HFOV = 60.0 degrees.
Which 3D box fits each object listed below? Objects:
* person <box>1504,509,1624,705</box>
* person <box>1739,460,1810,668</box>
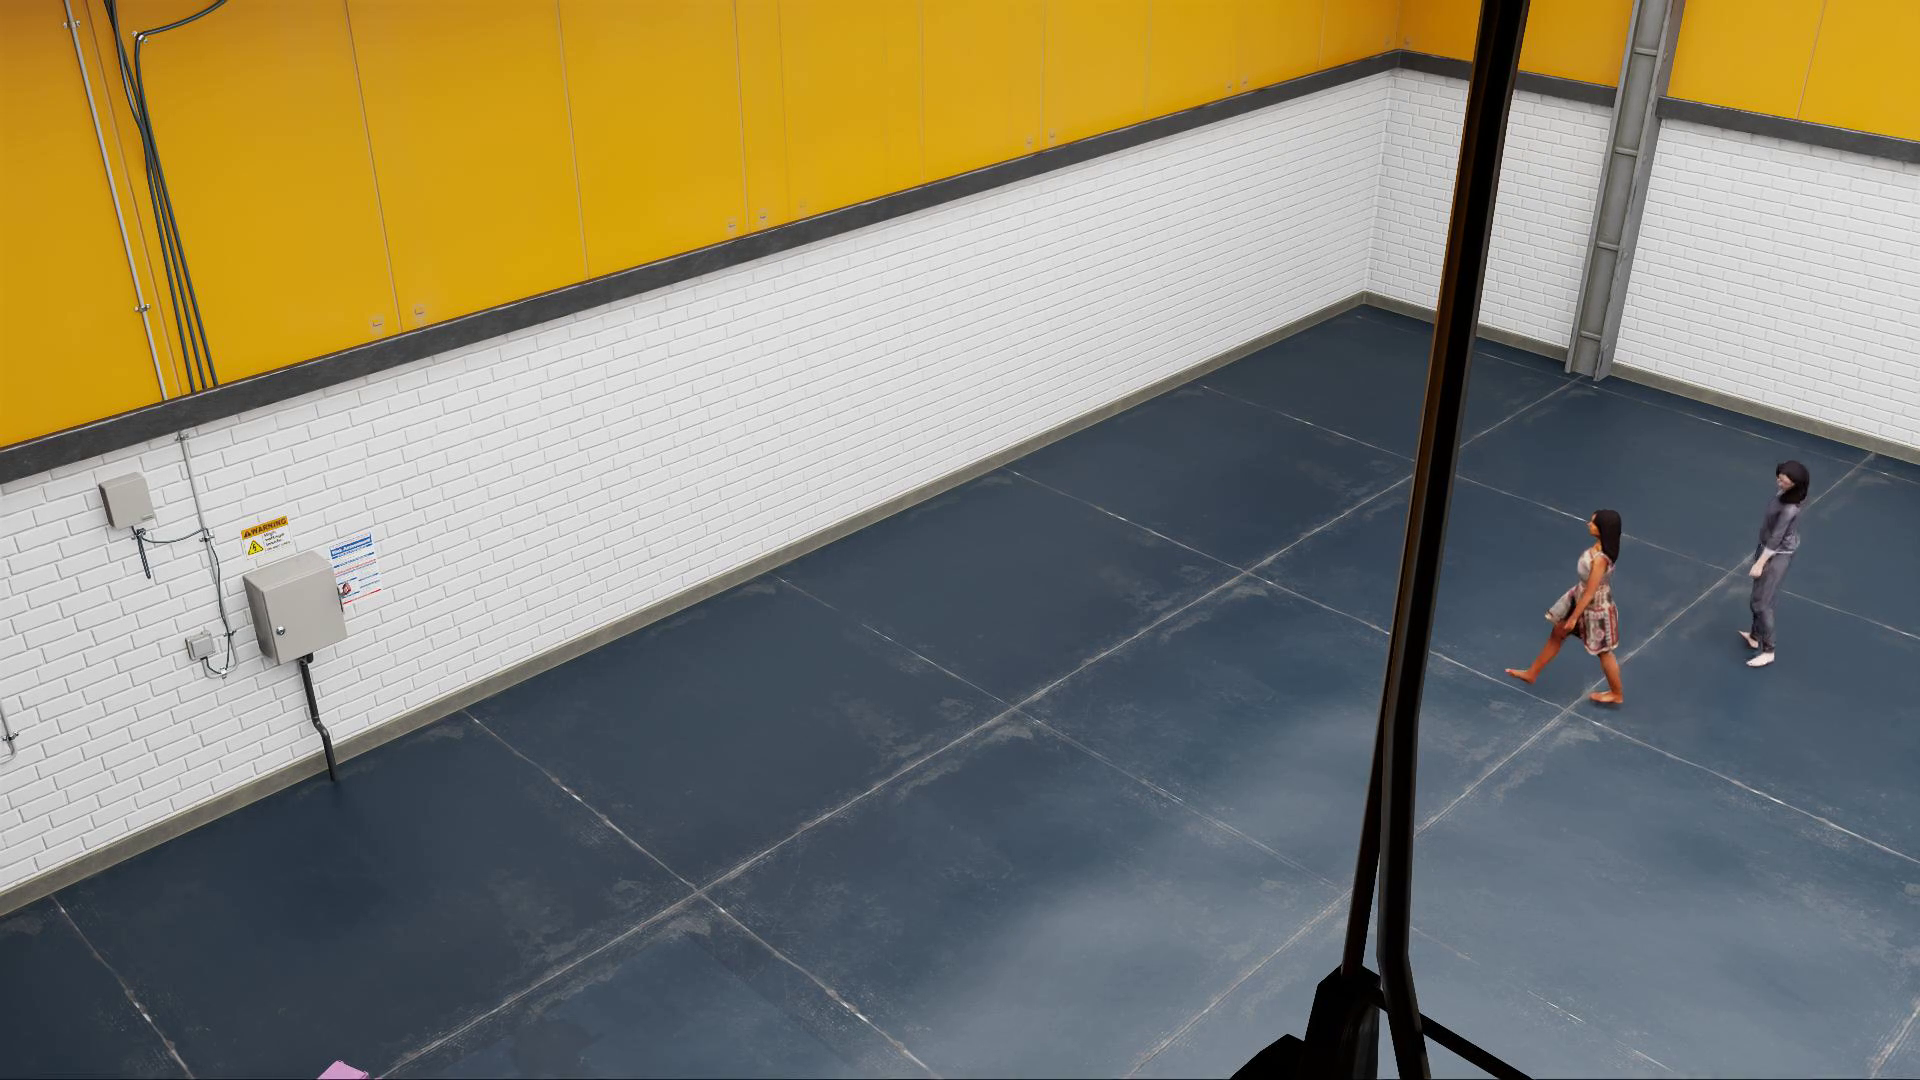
[{"bbox_3d":[4.788,0.546,12.386,1.194,1.594,0.936,10,30,17],"label":"person"},{"bbox_3d":[6.403,0.113,13.041,0.768,1.727,0.656,-23,36,-35],"label":"person"}]
